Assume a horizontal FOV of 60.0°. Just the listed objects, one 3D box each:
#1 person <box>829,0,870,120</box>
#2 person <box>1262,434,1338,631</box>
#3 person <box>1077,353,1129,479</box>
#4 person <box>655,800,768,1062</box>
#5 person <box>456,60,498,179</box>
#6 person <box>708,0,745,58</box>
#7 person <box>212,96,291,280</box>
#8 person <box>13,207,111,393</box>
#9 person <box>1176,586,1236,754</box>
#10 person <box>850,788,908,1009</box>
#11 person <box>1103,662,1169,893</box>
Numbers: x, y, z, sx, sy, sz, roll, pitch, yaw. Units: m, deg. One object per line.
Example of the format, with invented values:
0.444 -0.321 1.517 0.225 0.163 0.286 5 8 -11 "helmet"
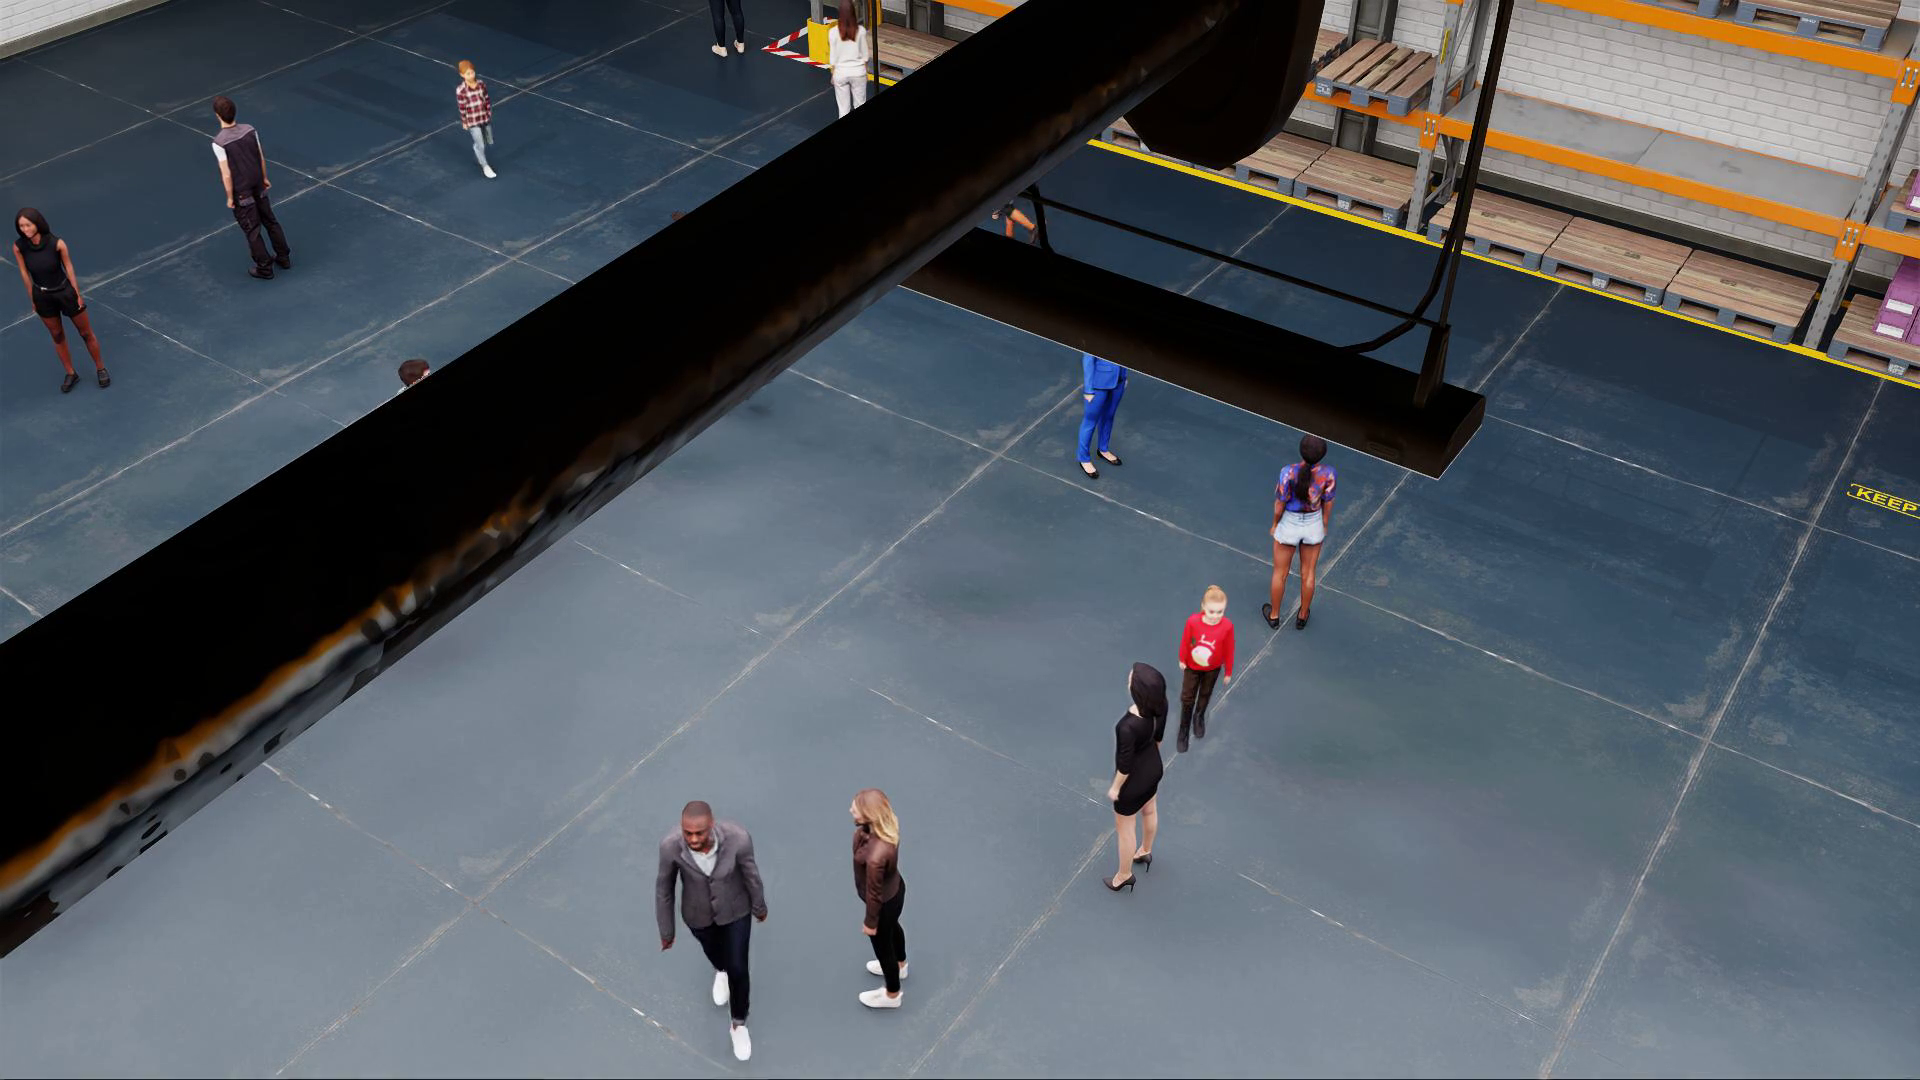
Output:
-1.230 -5.229 18.627 0.682 1.689 0.737 -7 39 -9 "person"
2.476 -0.073 12.128 0.630 1.743 0.732 1 39 1 "person"
1.184 -1.314 13.716 0.674 1.700 0.622 -28 47 -31 "person"
-1.379 2.030 9.457 1.076 1.789 1.112 -2 39 -2 "person"
-5.310 -4.627 18.189 0.623 1.295 0.779 -29 47 -31 "person"
-2.934 -6.937 20.670 0.733 1.810 0.743 -20 43 -23 "person"
-6.971 -3.449 16.271 0.587 1.848 0.673 20 43 23 "person"
-7.982 -2.136 14.713 0.674 1.741 0.720 -9 39 -11 "person"
1.670 0.809 11.399 0.696 1.273 0.732 3 39 4 "person"
-0.435 2.044 9.510 0.678 1.702 0.669 2 39 2 "person"
1.085 1.456 10.162 0.511 1.806 0.608 29 47 31 "person"
